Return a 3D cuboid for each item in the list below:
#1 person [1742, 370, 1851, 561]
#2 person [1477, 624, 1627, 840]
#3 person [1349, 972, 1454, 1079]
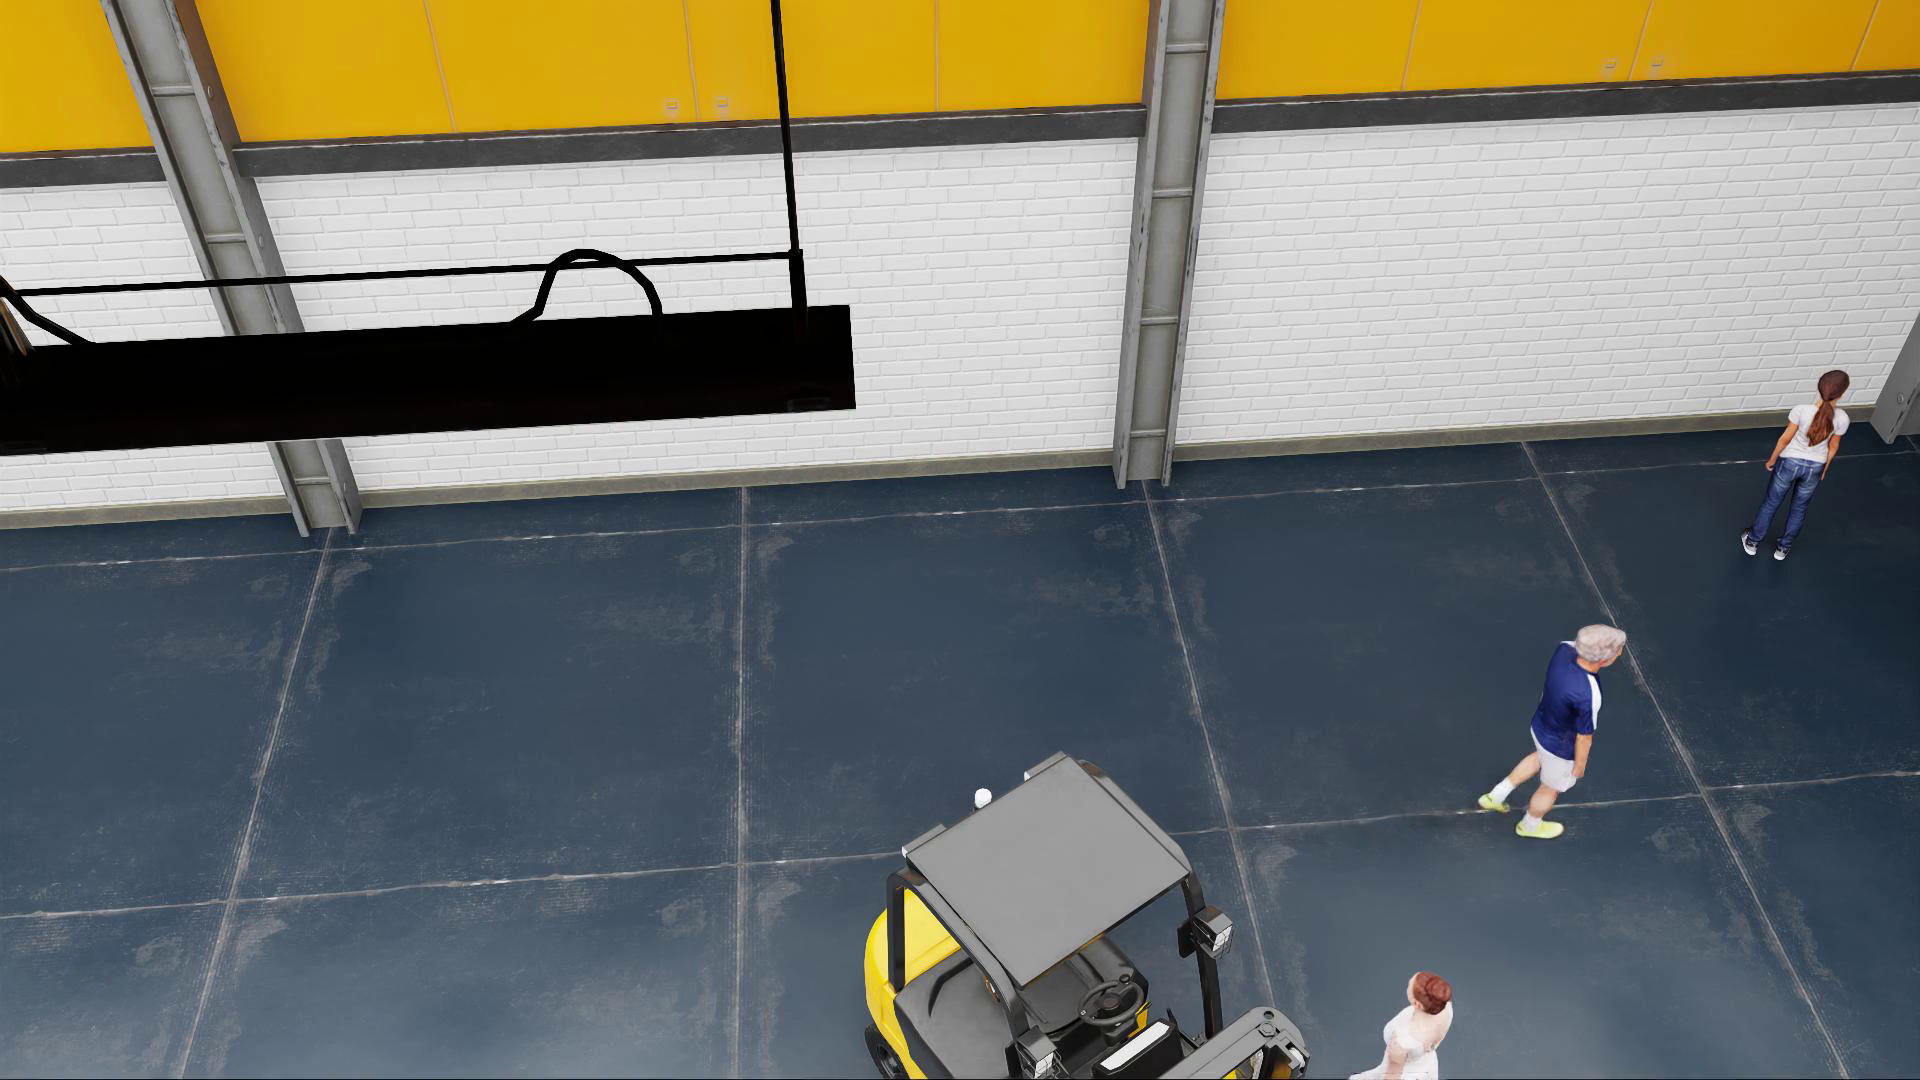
[{"bbox_3d":[5.803,-0.525,11.483,0.572,1.562,0.676,15,46,15],"label":"person"},{"bbox_3d":[3.378,1.119,9.565,0.755,1.827,0.666,-5,44,-5],"label":"person"},{"bbox_3d":[2.197,2.669,7.978,0.875,1.771,0.855,-24,48,-23],"label":"person"}]
